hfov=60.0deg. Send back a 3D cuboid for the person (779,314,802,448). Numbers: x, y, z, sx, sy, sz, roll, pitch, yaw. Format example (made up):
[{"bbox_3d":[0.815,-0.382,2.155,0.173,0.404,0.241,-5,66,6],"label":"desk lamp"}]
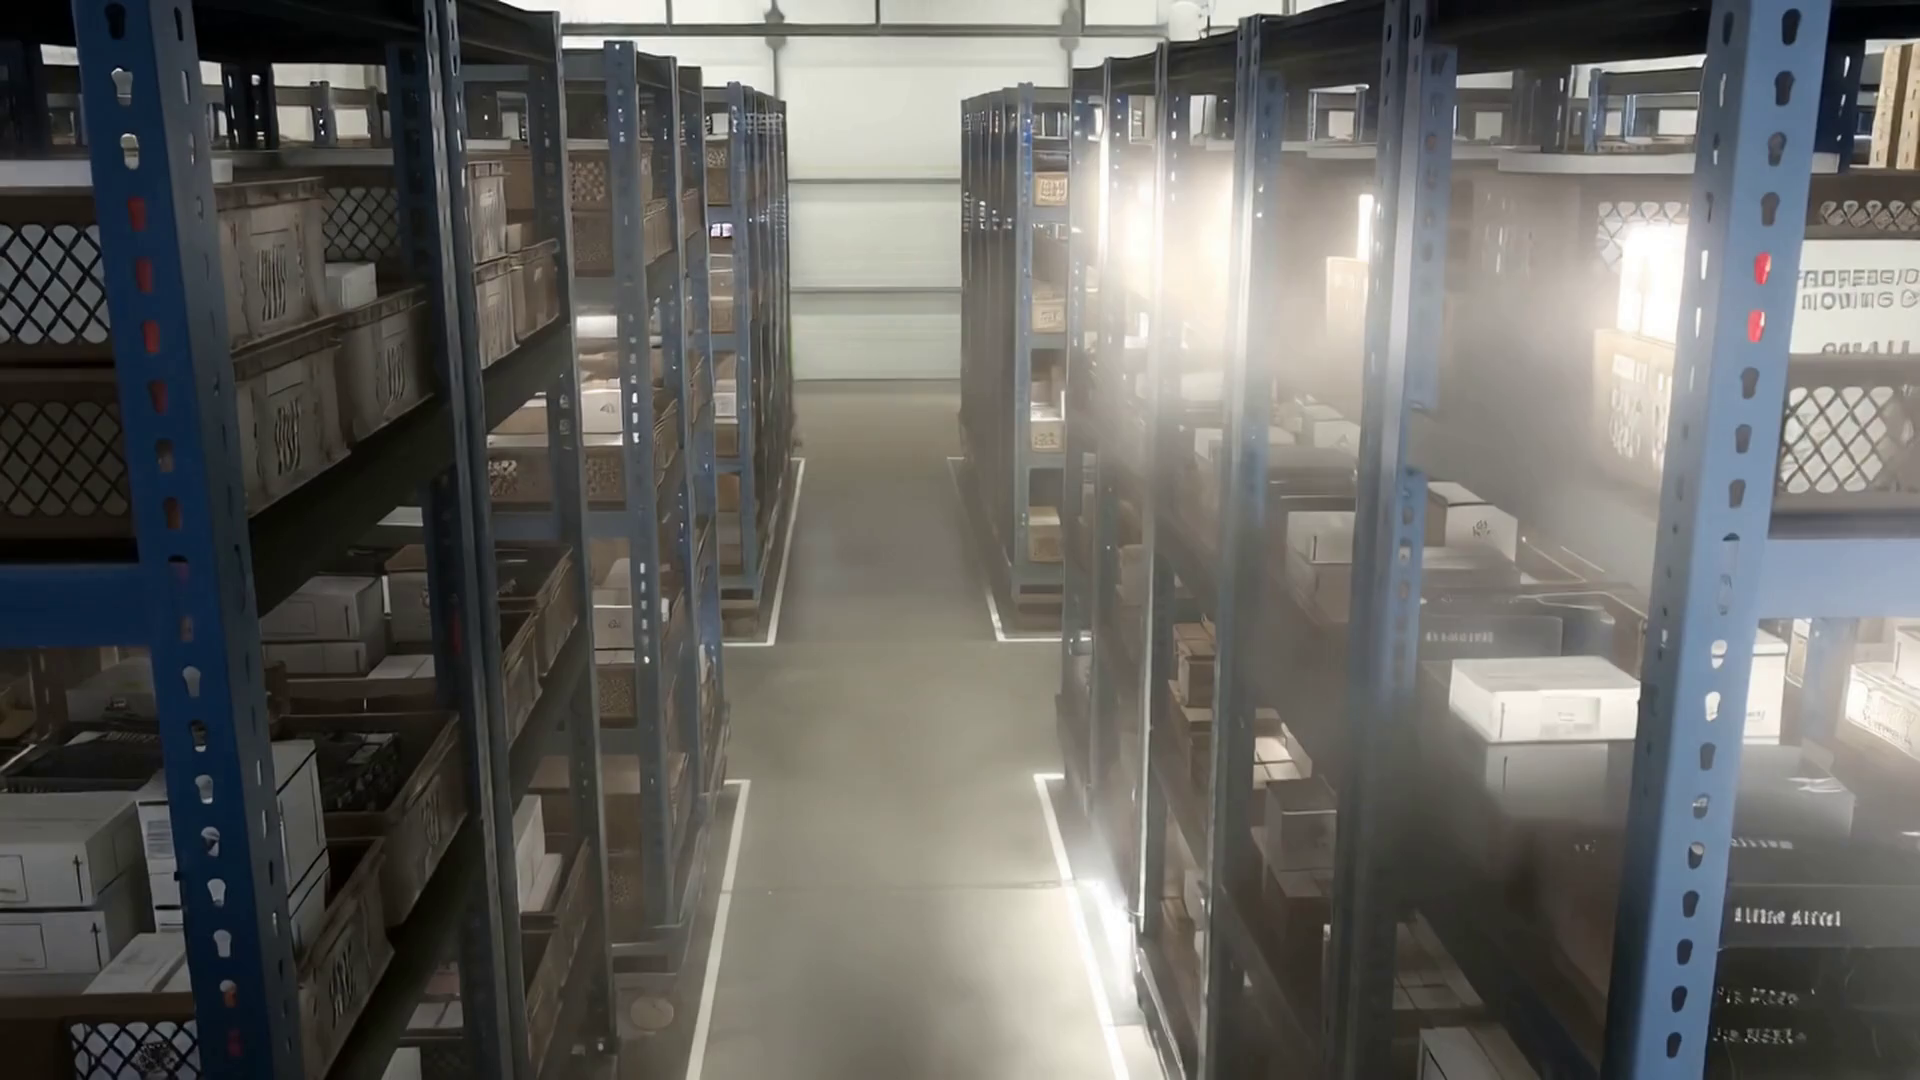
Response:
[{"bbox_3d":[-2.104,-1.827,17.437,0.928,1.781,0.608,-3,14,-12],"label":"person"}]
